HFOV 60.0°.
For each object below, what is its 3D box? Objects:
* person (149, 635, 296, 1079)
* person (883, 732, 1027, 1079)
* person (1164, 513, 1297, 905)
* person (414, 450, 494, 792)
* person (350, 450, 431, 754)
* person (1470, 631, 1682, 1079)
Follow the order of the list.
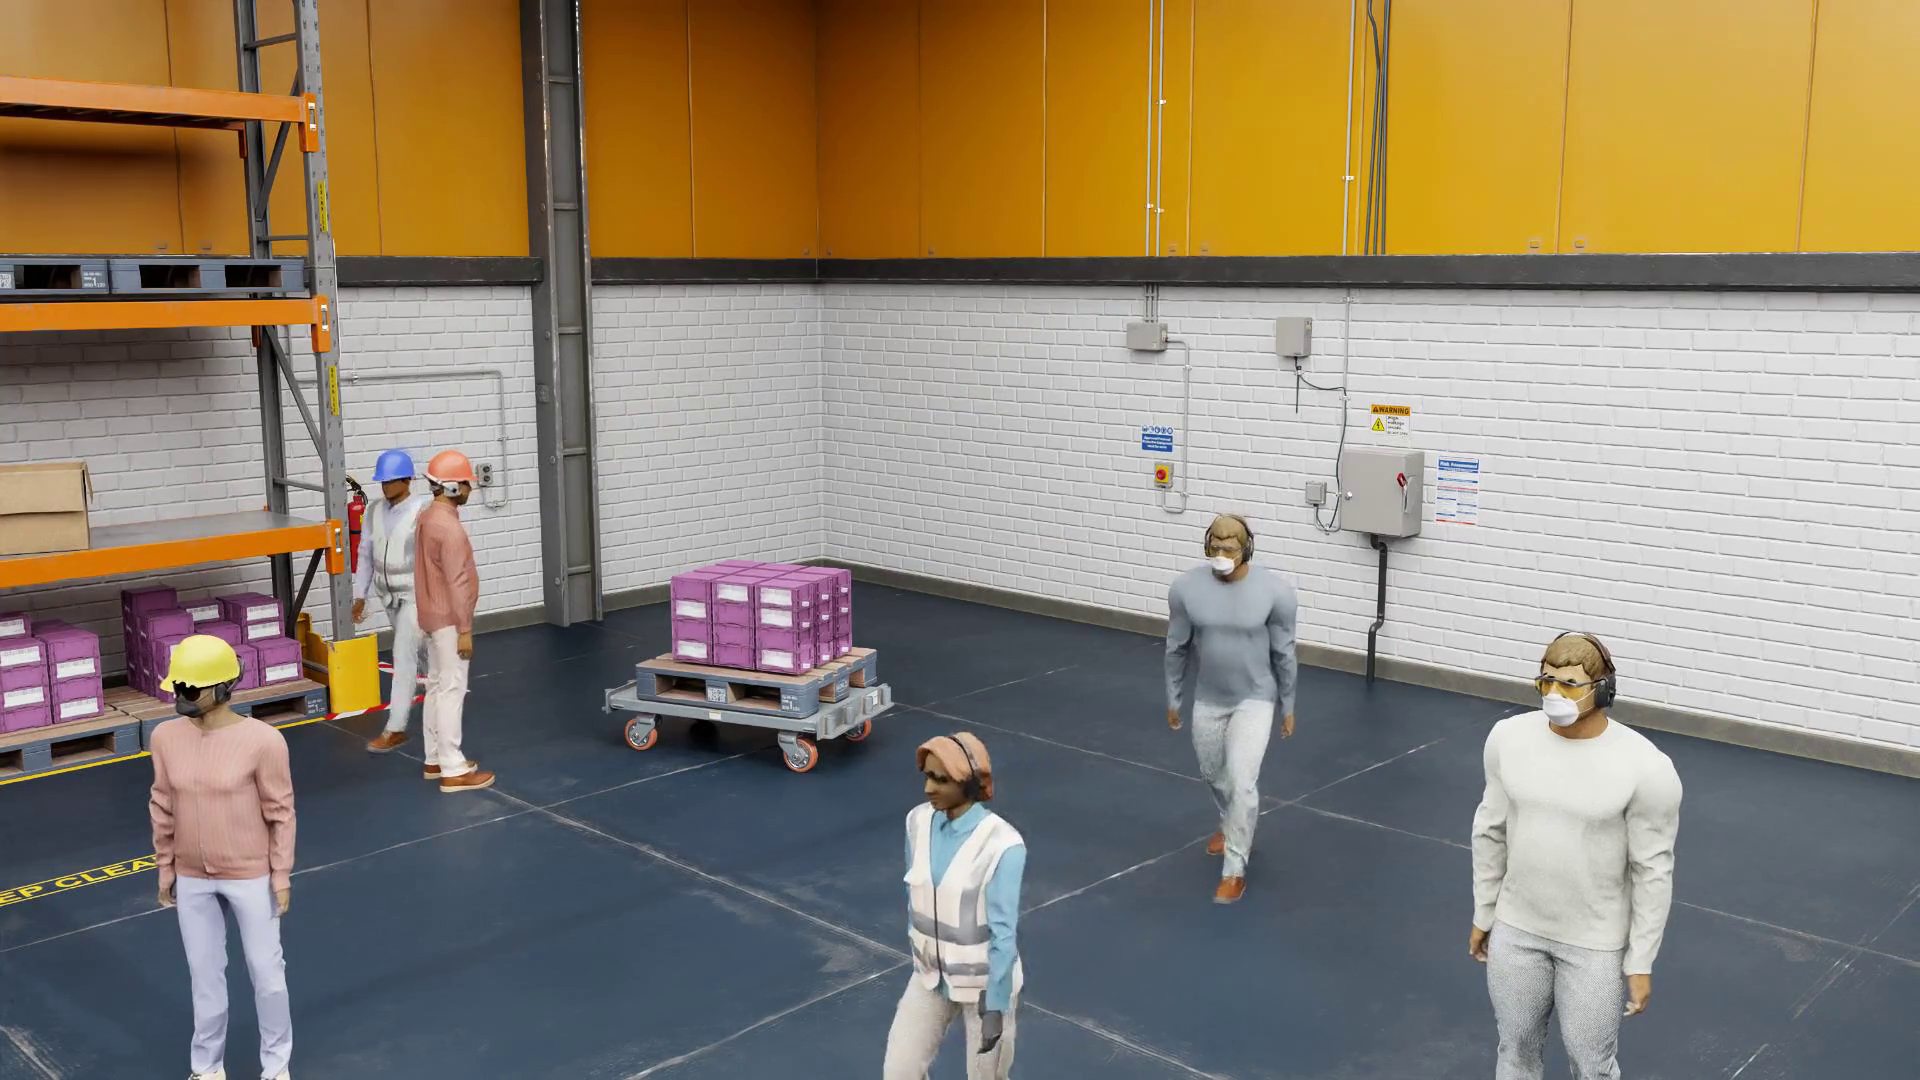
[{"bbox_3d":[-2.631,1.196,5.943,0.526,1.765,0.329,1,9,7],"label":"person"},{"bbox_3d":[-0.030,1.397,5.150,0.517,1.623,0.496,8,12,41],"label":"person"},{"bbox_3d":[1.369,0.766,8.227,0.650,1.899,0.827,5,10,27],"label":"person"},{"bbox_3d":[-2.966,0.467,9.728,0.403,1.986,0.612,-6,11,-32],"label":"person"},{"bbox_3d":[-3.541,0.346,10.757,0.591,1.904,0.996,5,10,26],"label":"person"},{"bbox_3d":[1.875,1.232,5.182,0.628,1.940,0.373,9,13,43],"label":"person"}]
